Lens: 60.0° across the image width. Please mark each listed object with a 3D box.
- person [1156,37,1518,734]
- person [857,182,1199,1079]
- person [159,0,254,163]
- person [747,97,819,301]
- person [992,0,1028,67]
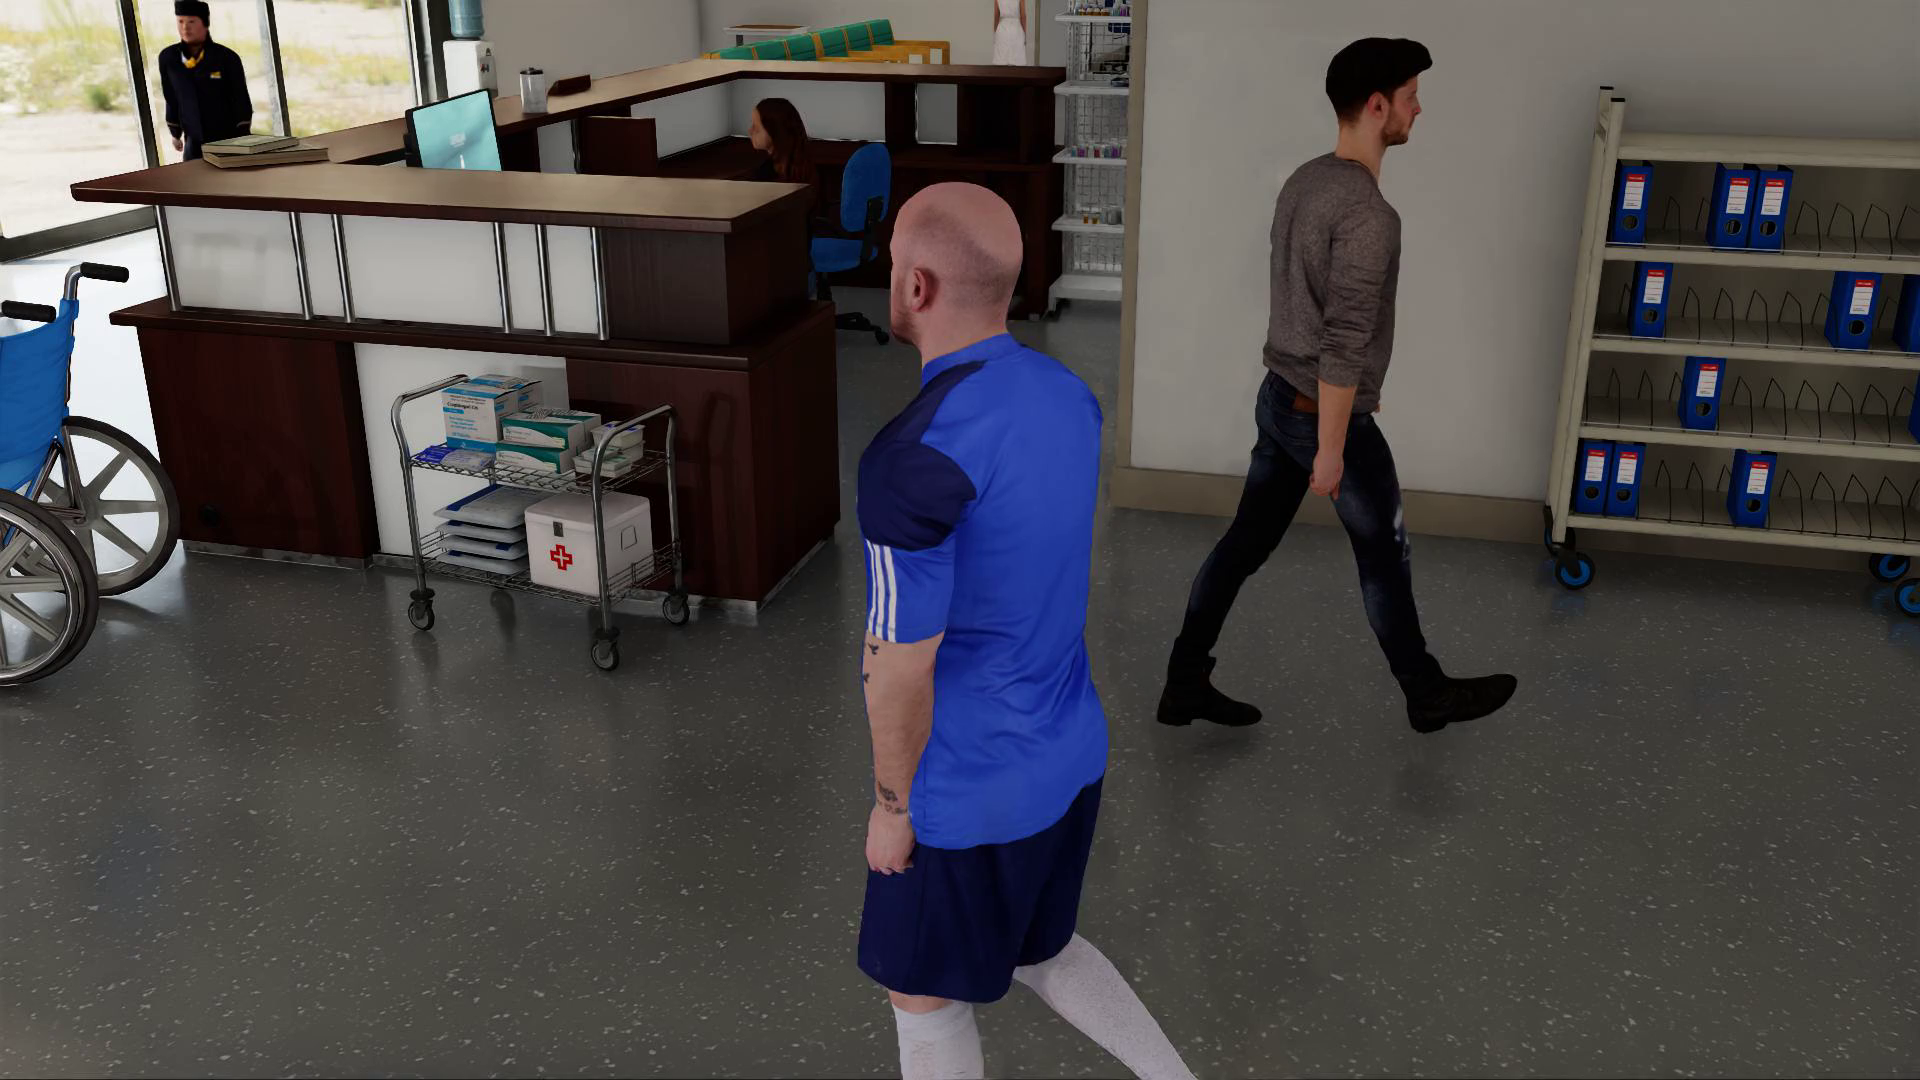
[{"bbox_3d":[0.847,-0.307,4.345,1.311,1.858,1.052,-4,21,-10],"label":"person"},{"bbox_3d":[0.111,0.383,2.571,1.037,1.824,0.819,12,24,29],"label":"person"},{"bbox_3d":[-4.680,-2.523,10.502,1.088,1.640,0.990,-1,21,-3],"label":"person"},{"bbox_3d":[-0.756,-1.127,7.047,0.597,1.478,0.643,16,26,36],"label":"person"},{"bbox_3d":[0.590,-5.955,19.682,0.487,1.556,0.637,3,21,7],"label":"person"}]
